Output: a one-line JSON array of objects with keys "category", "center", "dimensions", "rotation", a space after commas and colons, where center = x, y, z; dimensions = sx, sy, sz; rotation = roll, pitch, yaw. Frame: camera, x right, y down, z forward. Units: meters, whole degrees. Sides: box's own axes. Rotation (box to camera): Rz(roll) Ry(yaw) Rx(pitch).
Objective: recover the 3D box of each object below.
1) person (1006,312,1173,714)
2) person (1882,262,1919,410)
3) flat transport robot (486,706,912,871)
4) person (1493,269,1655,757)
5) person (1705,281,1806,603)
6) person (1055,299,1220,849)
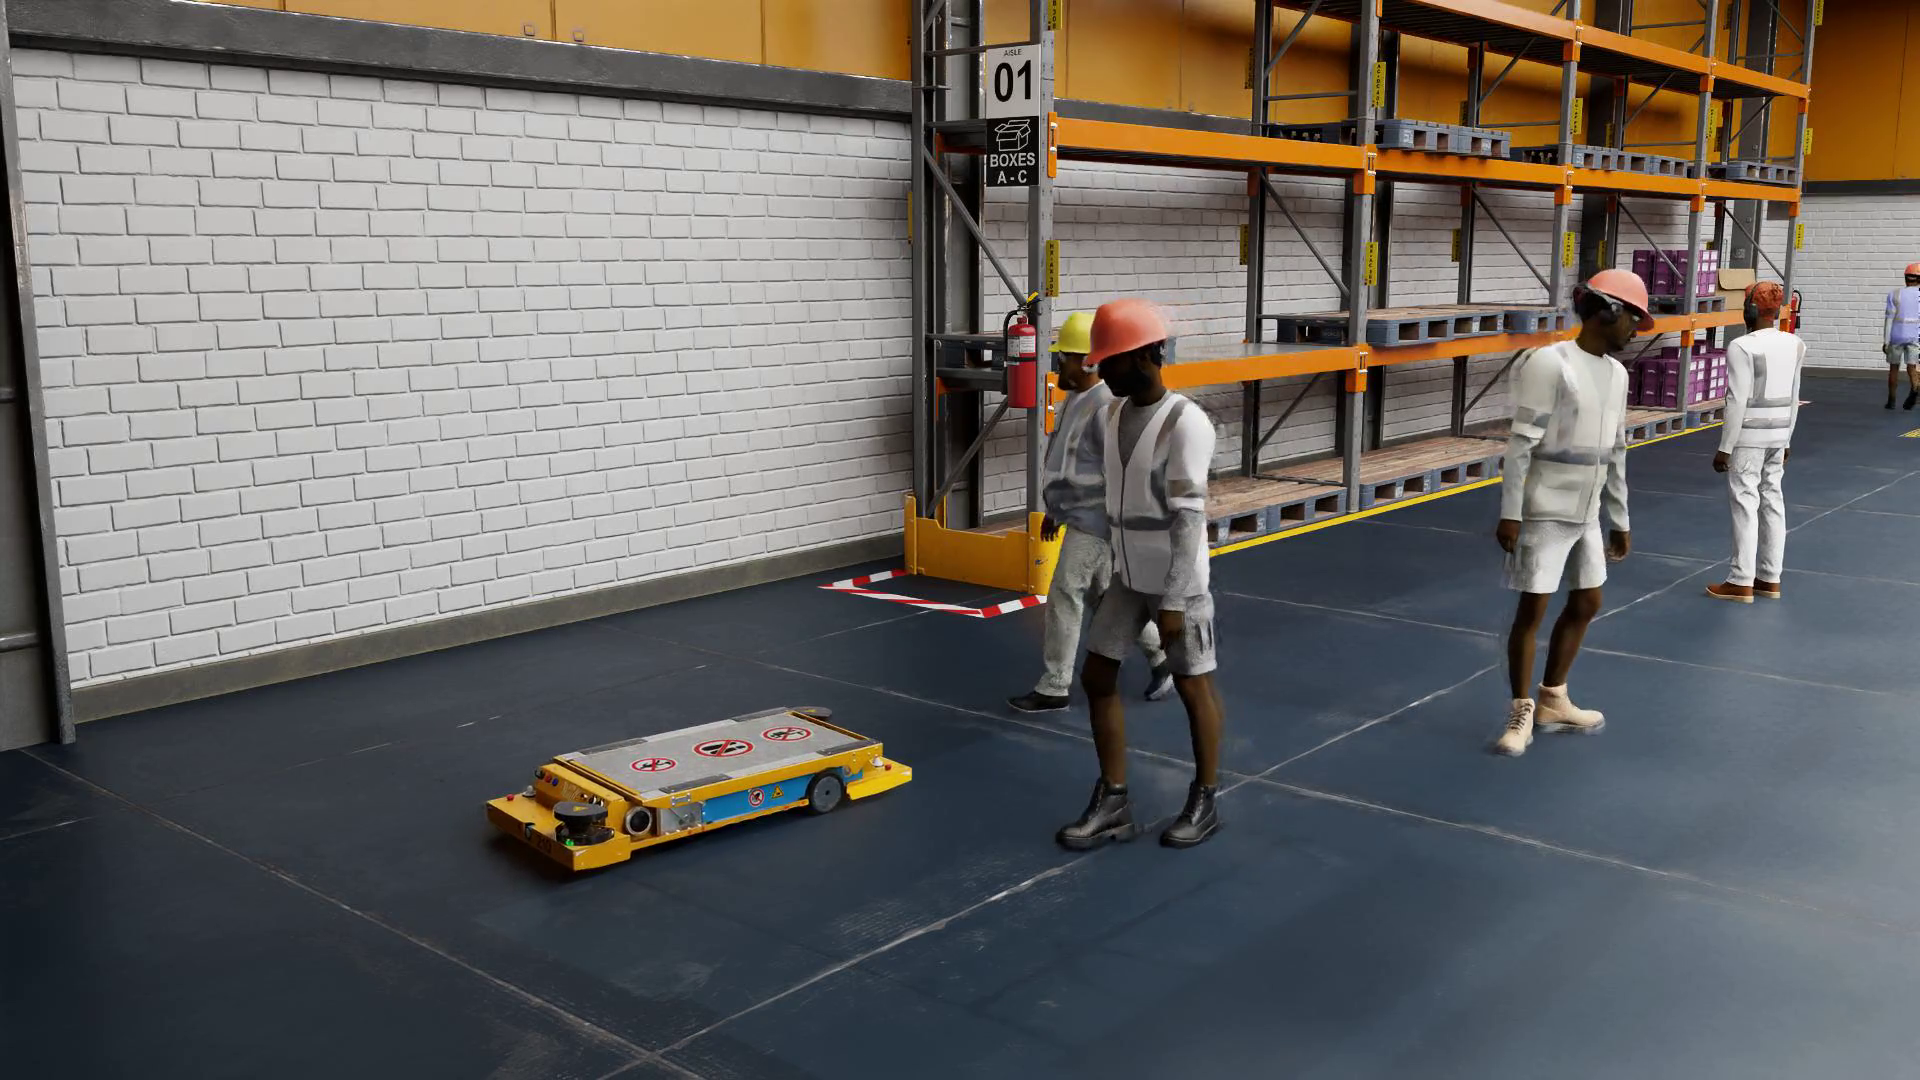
[{"category": "person", "center": [0.645, -0.117, 7.447], "dimensions": [0.820, 1.805, 0.586], "rotation": [-1, 10, -5]}, {"category": "person", "center": [12.063, -2.575, 21.159], "dimensions": [0.554, 1.910, 0.795], "rotation": [4, 11, 20]}, {"category": "flat transport robot", "center": [-0.935, 0.876, 6.130], "dimensions": [1.431, 0.197, 0.652], "rotation": [-8, 13, -40]}, {"category": "person", "center": [2.480, -0.104, 6.844], "dimensions": [0.726, 1.993, 0.388], "rotation": [-6, 12, -31]}, {"category": "person", "center": [4.686, -0.573, 9.792], "dimensions": [0.582, 1.882, 0.338], "rotation": [-5, 11, -25]}, {"category": "person", "center": [0.614, 0.142, 5.664], "dimensions": [0.753, 1.893, 0.590], "rotation": [-7, 12, -33]}]
